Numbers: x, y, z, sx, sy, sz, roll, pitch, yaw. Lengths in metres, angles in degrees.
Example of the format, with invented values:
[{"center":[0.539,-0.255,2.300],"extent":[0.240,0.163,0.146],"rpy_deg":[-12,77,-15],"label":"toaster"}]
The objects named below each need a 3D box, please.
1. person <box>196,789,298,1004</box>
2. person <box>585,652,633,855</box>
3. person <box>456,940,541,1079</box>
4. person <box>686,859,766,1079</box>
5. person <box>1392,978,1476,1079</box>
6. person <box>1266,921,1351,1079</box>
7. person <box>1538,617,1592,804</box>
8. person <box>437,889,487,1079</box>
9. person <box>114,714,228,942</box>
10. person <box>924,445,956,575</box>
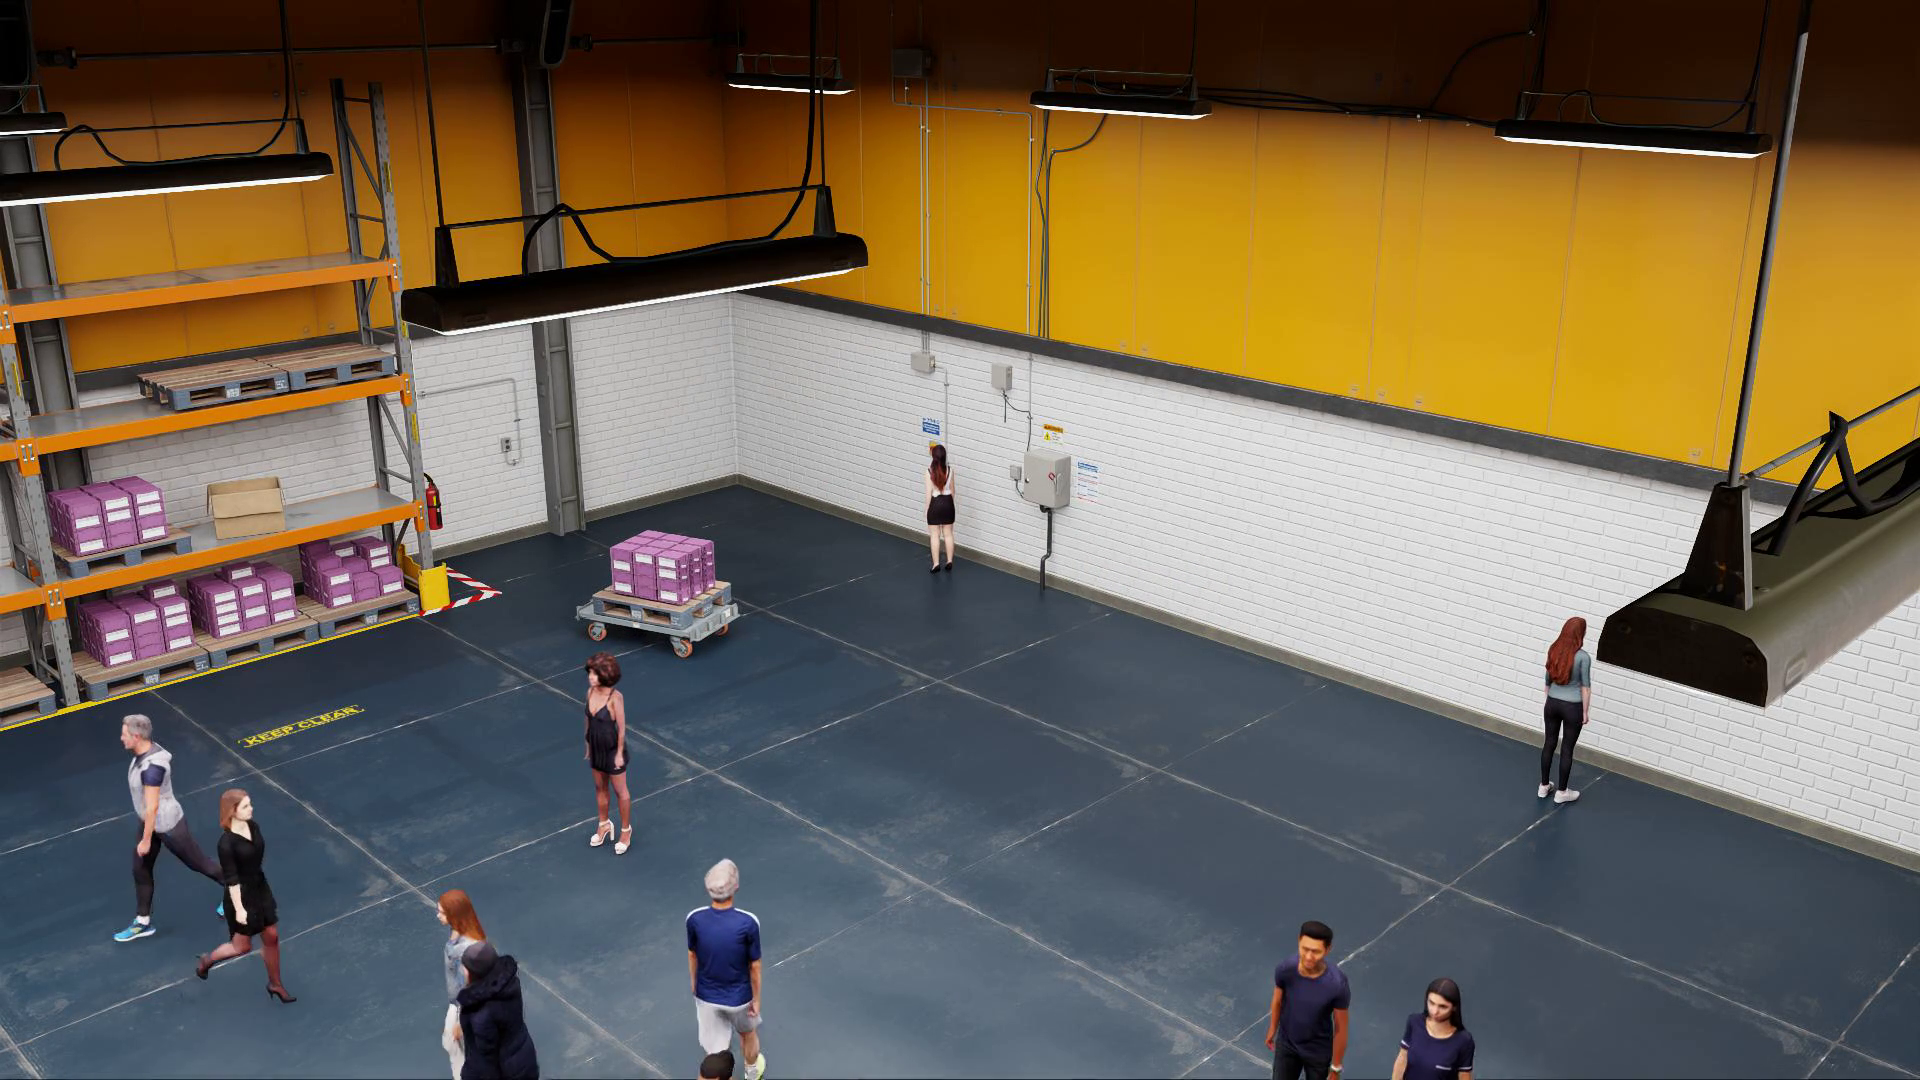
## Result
[{"center":[-5.135,2.559,11.796],"extent":[0.969,1.683,0.986],"rpy_deg":[3,19,9],"label":"person"},{"center":[-2.957,1.773,13.962],"extent":[0.606,1.789,0.603],"rpy_deg":[11,22,30],"label":"person"},{"center":[-2.706,3.159,10.061],"extent":[1.011,1.652,0.996],"rpy_deg":[3,19,10],"label":"person"},{"center":[-1.494,2.930,10.505],"extent":[1.019,1.804,1.076],"rpy_deg":[-1,19,-2],"label":"person"},{"center":[2.759,3.265,9.615],"extent":[0.583,1.737,0.974],"rpy_deg":[17,25,41],"label":"person"},{"center":[2.151,3.055,10.192],"extent":[0.814,1.766,0.950],"rpy_deg":[11,21,29],"label":"person"},{"center":[5.394,1.502,14.839],"extent":[0.554,1.743,0.603],"rpy_deg":[-15,24,-37],"label":"person"},{"center":[-3.017,2.952,10.629],"extent":[0.884,1.682,0.783],"rpy_deg":[-7,20,-20],"label":"person"},{"center":[-6.010,2.181,12.776],"extent":[1.226,1.773,0.732],"rpy_deg":[-16,24,-39],"label":"person"},{"center":[-0.244,-0.381,20.580],"extent":[0.565,1.648,0.684],"rpy_deg":[-8,20,-21],"label":"person"}]
